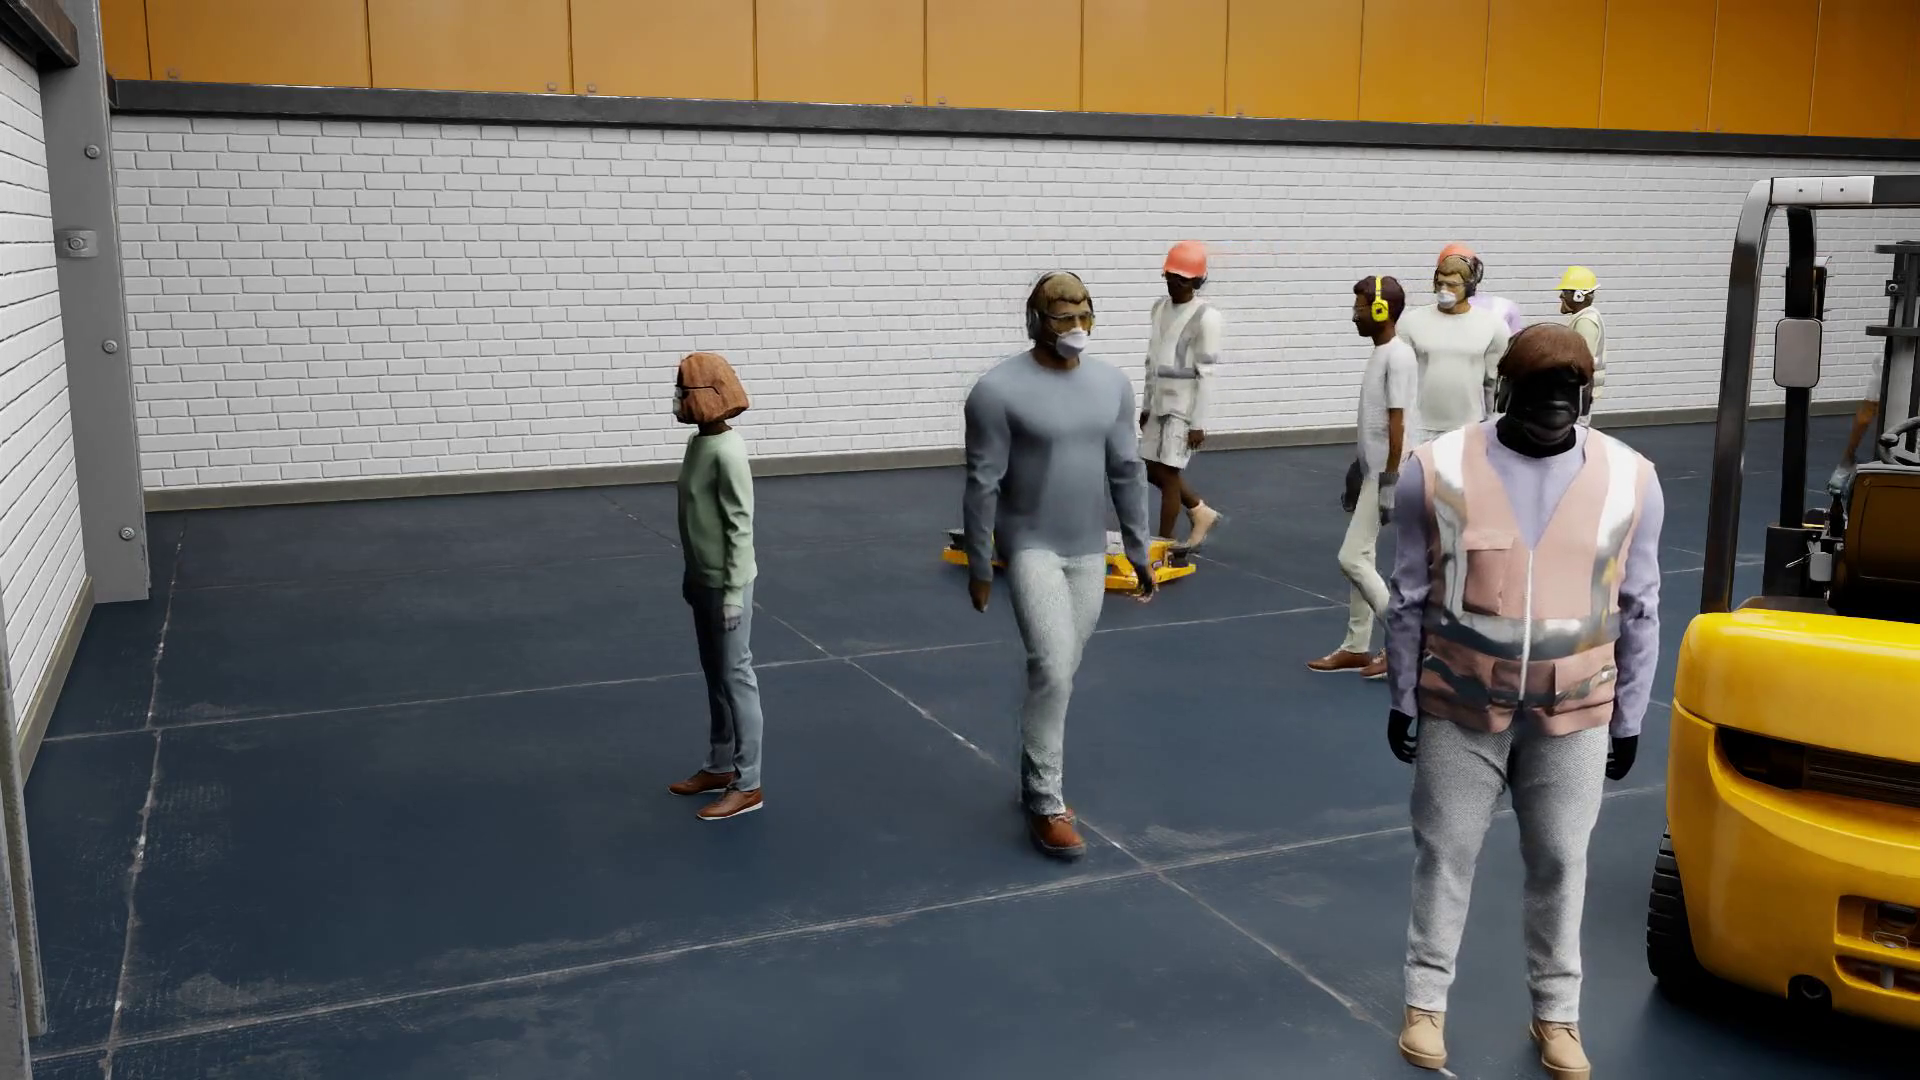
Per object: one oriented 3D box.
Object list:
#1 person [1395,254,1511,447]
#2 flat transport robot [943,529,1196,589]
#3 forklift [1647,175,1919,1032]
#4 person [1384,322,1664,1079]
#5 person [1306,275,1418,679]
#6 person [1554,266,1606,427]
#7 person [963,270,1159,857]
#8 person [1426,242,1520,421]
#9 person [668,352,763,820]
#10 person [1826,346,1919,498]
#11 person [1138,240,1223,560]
[{"bbox_3d":[2.675,-0.592,9.157,0.627,1.936,0.374,3,11,17],"label":"person"},{"bbox_3d":[0.649,0.074,10.075,1.431,0.197,0.652,9,13,39],"label":"flat transport robot"},{"bbox_3d":[2.810,0.094,4.662,1.214,2.155,2.313,7,12,34],"label":"forklift"},{"bbox_3d":[1.337,0.398,4.003,0.625,1.838,0.430,2,11,13],"label":"person"},{"bbox_3d":[1.859,-0.275,7.628,0.436,1.851,0.549,1,10,8],"label":"person"},{"bbox_3d":[4.443,-1.056,12.033,0.403,1.826,0.596,3,11,18],"label":"person"},{"bbox_3d":[0.380,0.079,5.530,0.633,1.916,0.743,-7,12,-33],"label":"person"},{"bbox_3d":[3.105,-0.797,10.108,0.705,1.999,0.652,4,11,20],"label":"person"},{"bbox_3d":[-0.863,0.159,5.845,0.285,1.634,0.499,-5,11,-24],"label":"person"},{"bbox_3d":[4.536,-0.337,8.016,0.548,1.830,0.783,-1,10,-8],"label":"person"},{"bbox_3d":[1.359,-0.793,10.040,0.608,2.014,0.664,-5,12,-27],"label":"person"}]
